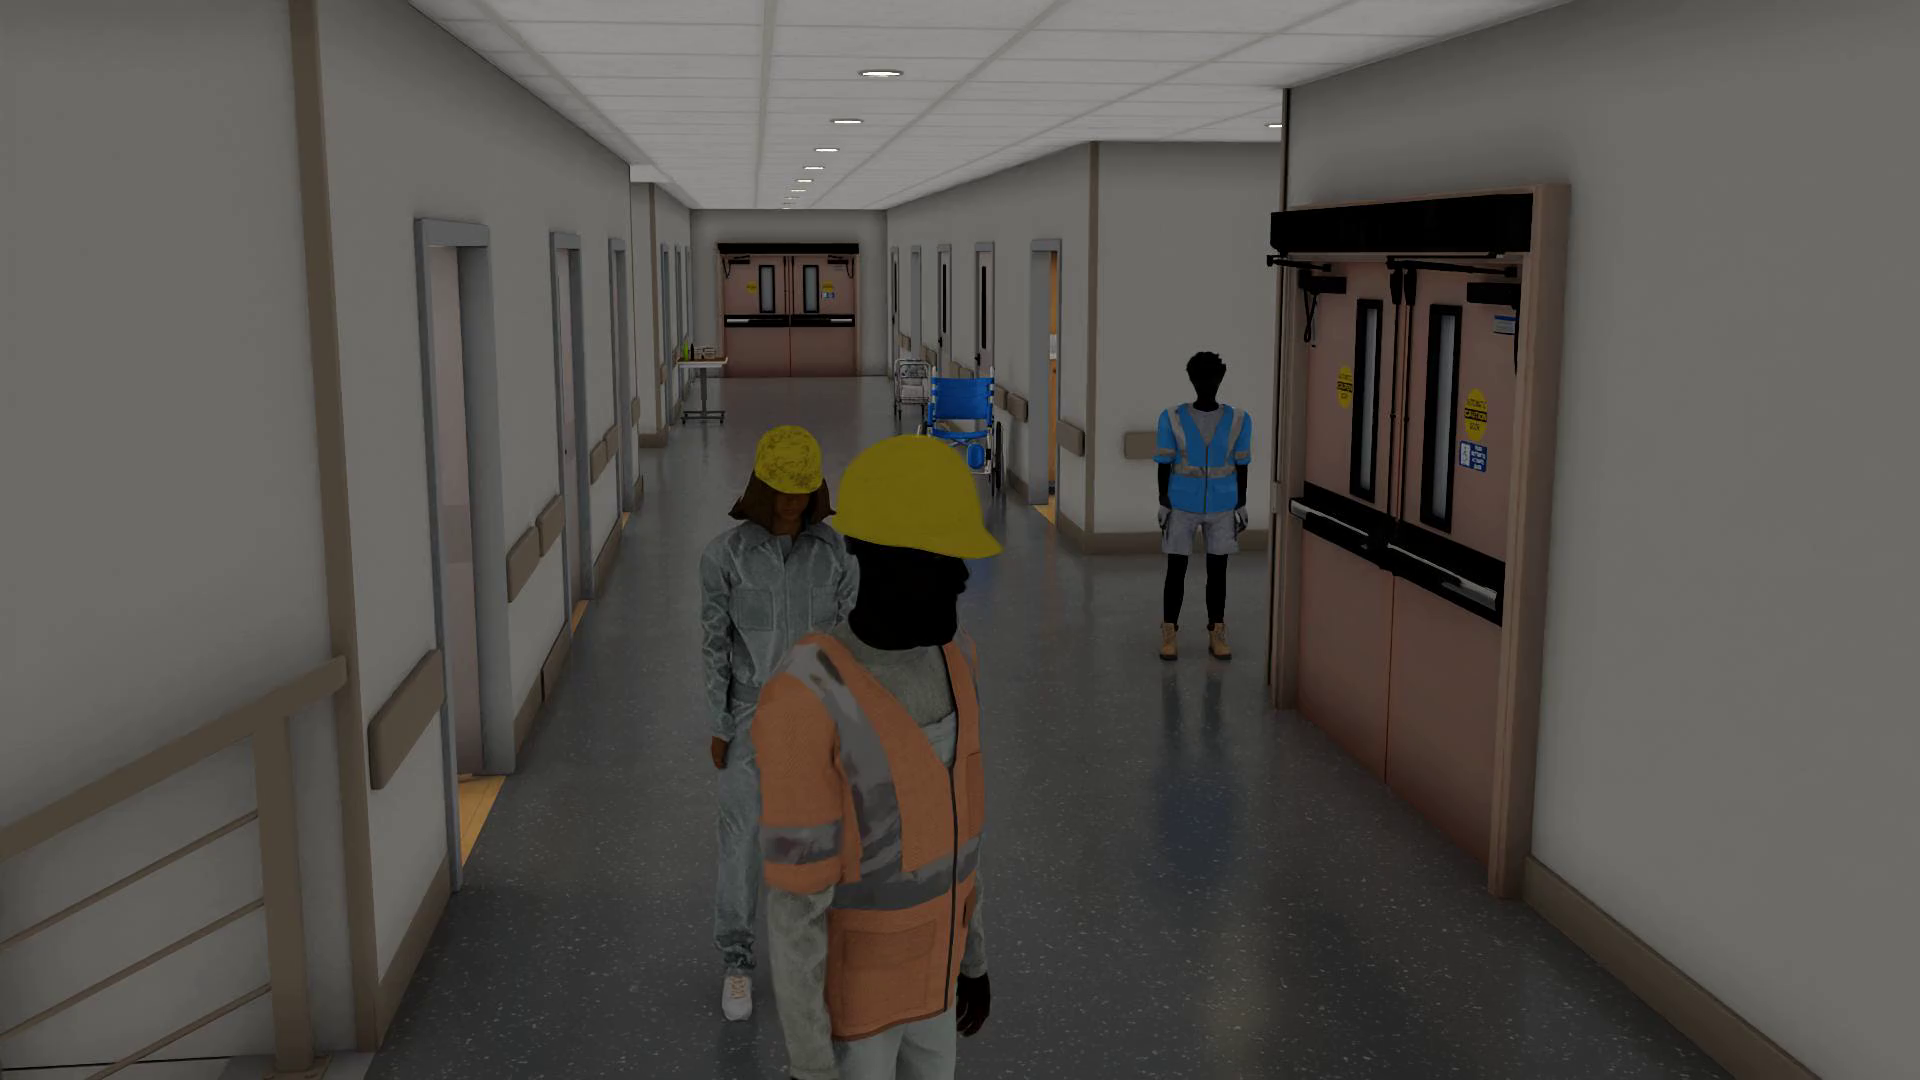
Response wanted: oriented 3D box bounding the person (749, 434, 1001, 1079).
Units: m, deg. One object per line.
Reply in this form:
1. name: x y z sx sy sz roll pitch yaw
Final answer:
1. person: -0.114 0.768 2.925 0.398 1.920 0.586 6 11 30

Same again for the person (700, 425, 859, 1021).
1. person: -0.507 0.527 4.855 0.483 1.735 0.318 -4 10 -21

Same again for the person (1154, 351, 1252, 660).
1. person: 1.325 -0.183 9.099 0.535 1.697 0.322 0 10 0
